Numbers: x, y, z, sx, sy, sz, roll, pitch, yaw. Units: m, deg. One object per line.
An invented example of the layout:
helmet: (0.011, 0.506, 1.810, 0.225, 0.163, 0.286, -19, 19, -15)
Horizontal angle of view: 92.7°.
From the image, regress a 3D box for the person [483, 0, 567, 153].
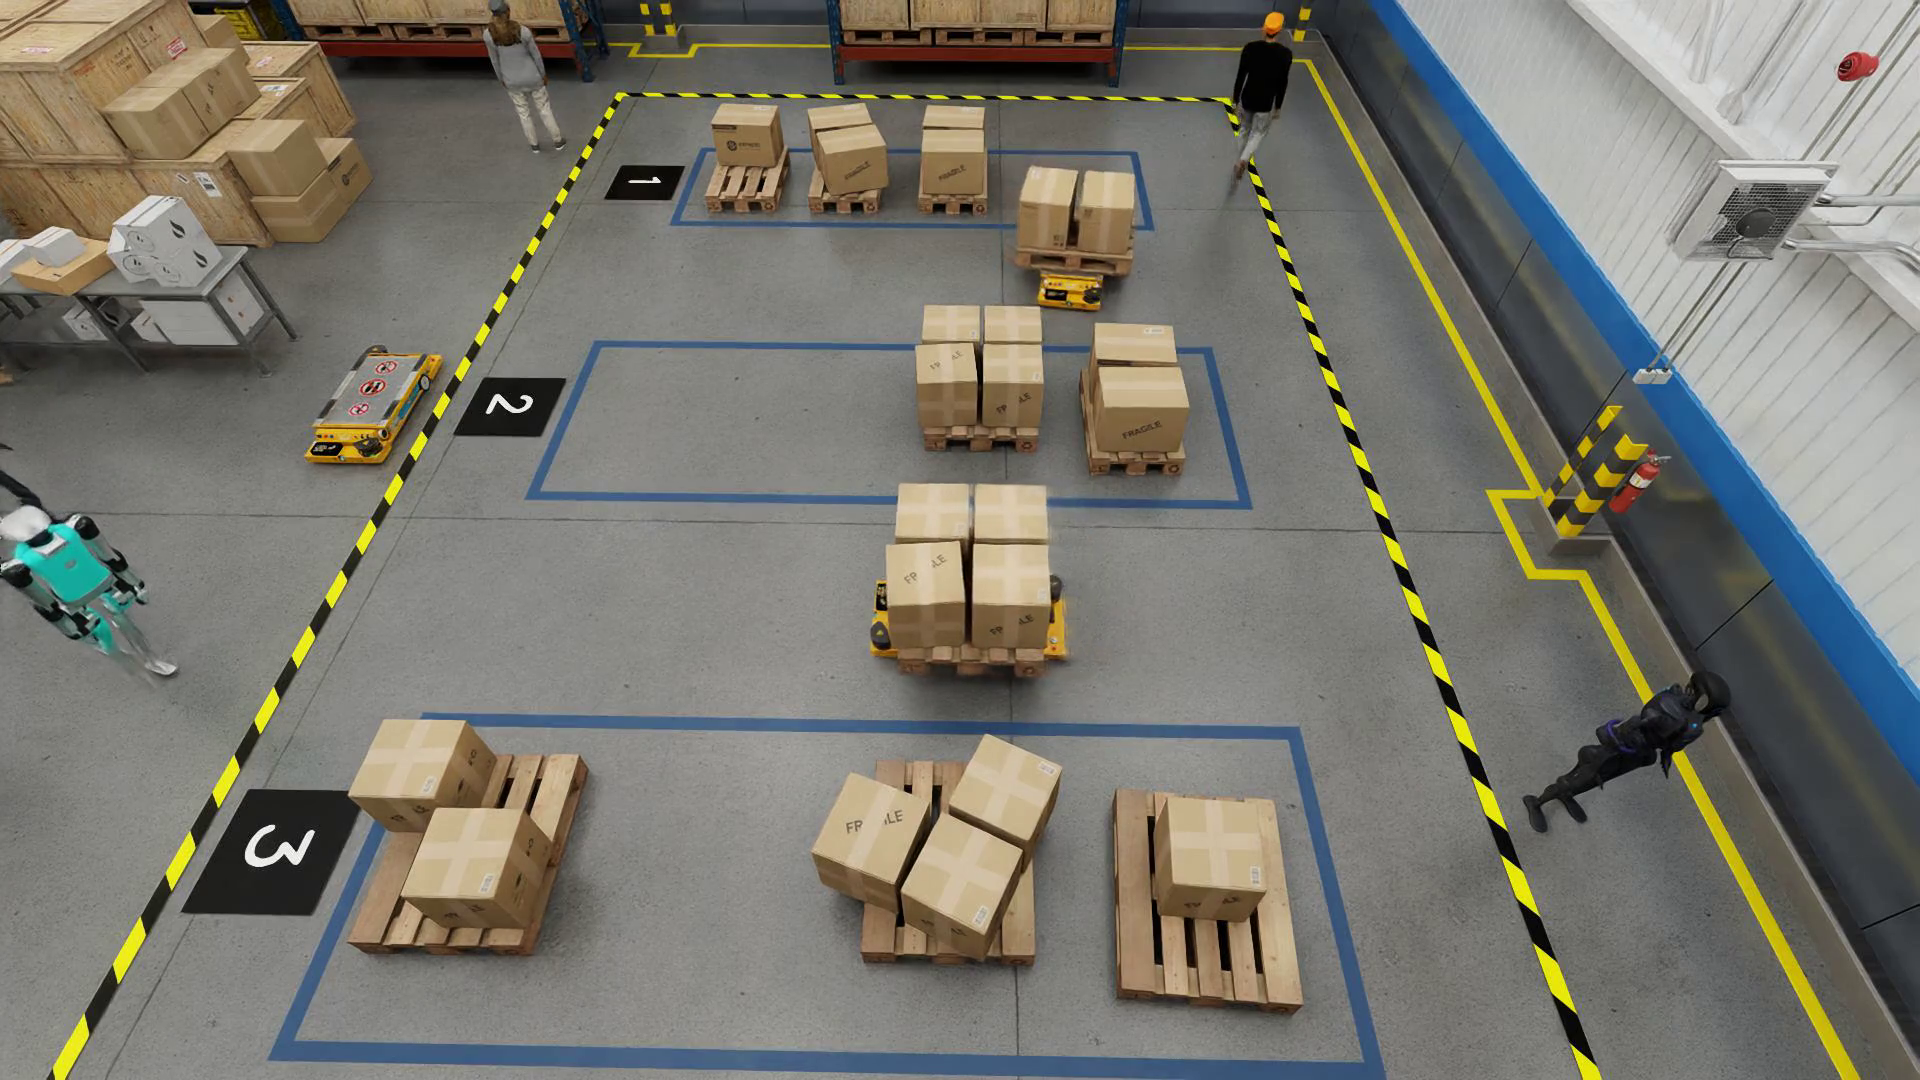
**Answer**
person: (-5.316, -5.623, 11.143, 0.572, 1.765, 0.400, -10, 50, -8)

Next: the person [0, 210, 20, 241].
person: (-10.273, -3.588, 9.332, 0.567, 1.908, 0.821, -29, 55, -22)

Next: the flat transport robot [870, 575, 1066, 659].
flat transport robot: (0.063, 0.557, 6.877, 1.431, 0.197, 0.652, 1, 50, 1)

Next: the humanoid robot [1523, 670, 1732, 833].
humanoid robot: (3.924, 1.252, 5.375, 0.599, 1.657, 0.315, -7, 50, -6)

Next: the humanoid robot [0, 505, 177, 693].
humanoid robot: (-5.769, 0.413, 6.092, 0.786, 1.832, 0.560, 16, 52, 13)

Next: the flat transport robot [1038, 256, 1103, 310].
flat transport robot: (1.223, -3.003, 9.890, 0.652, 0.197, 1.431, 6, 50, 5)

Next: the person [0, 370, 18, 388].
person: (-9.496, -2.012, 7.943, 1.098, 1.984, 0.610, -6, 50, -5)

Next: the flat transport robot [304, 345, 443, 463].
flat transport robot: (-5.383, -1.269, 8.441, 0.659, 0.231, 1.431, 1, 50, 1)

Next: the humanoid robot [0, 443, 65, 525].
humanoid robot: (-7.688, -0.598, 6.968, 0.677, 1.638, 0.601, -6, 50, -5)

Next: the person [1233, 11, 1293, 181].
person: (3.432, -5.082, 10.618, 0.600, 1.871, 0.568, 27, 55, 21)
